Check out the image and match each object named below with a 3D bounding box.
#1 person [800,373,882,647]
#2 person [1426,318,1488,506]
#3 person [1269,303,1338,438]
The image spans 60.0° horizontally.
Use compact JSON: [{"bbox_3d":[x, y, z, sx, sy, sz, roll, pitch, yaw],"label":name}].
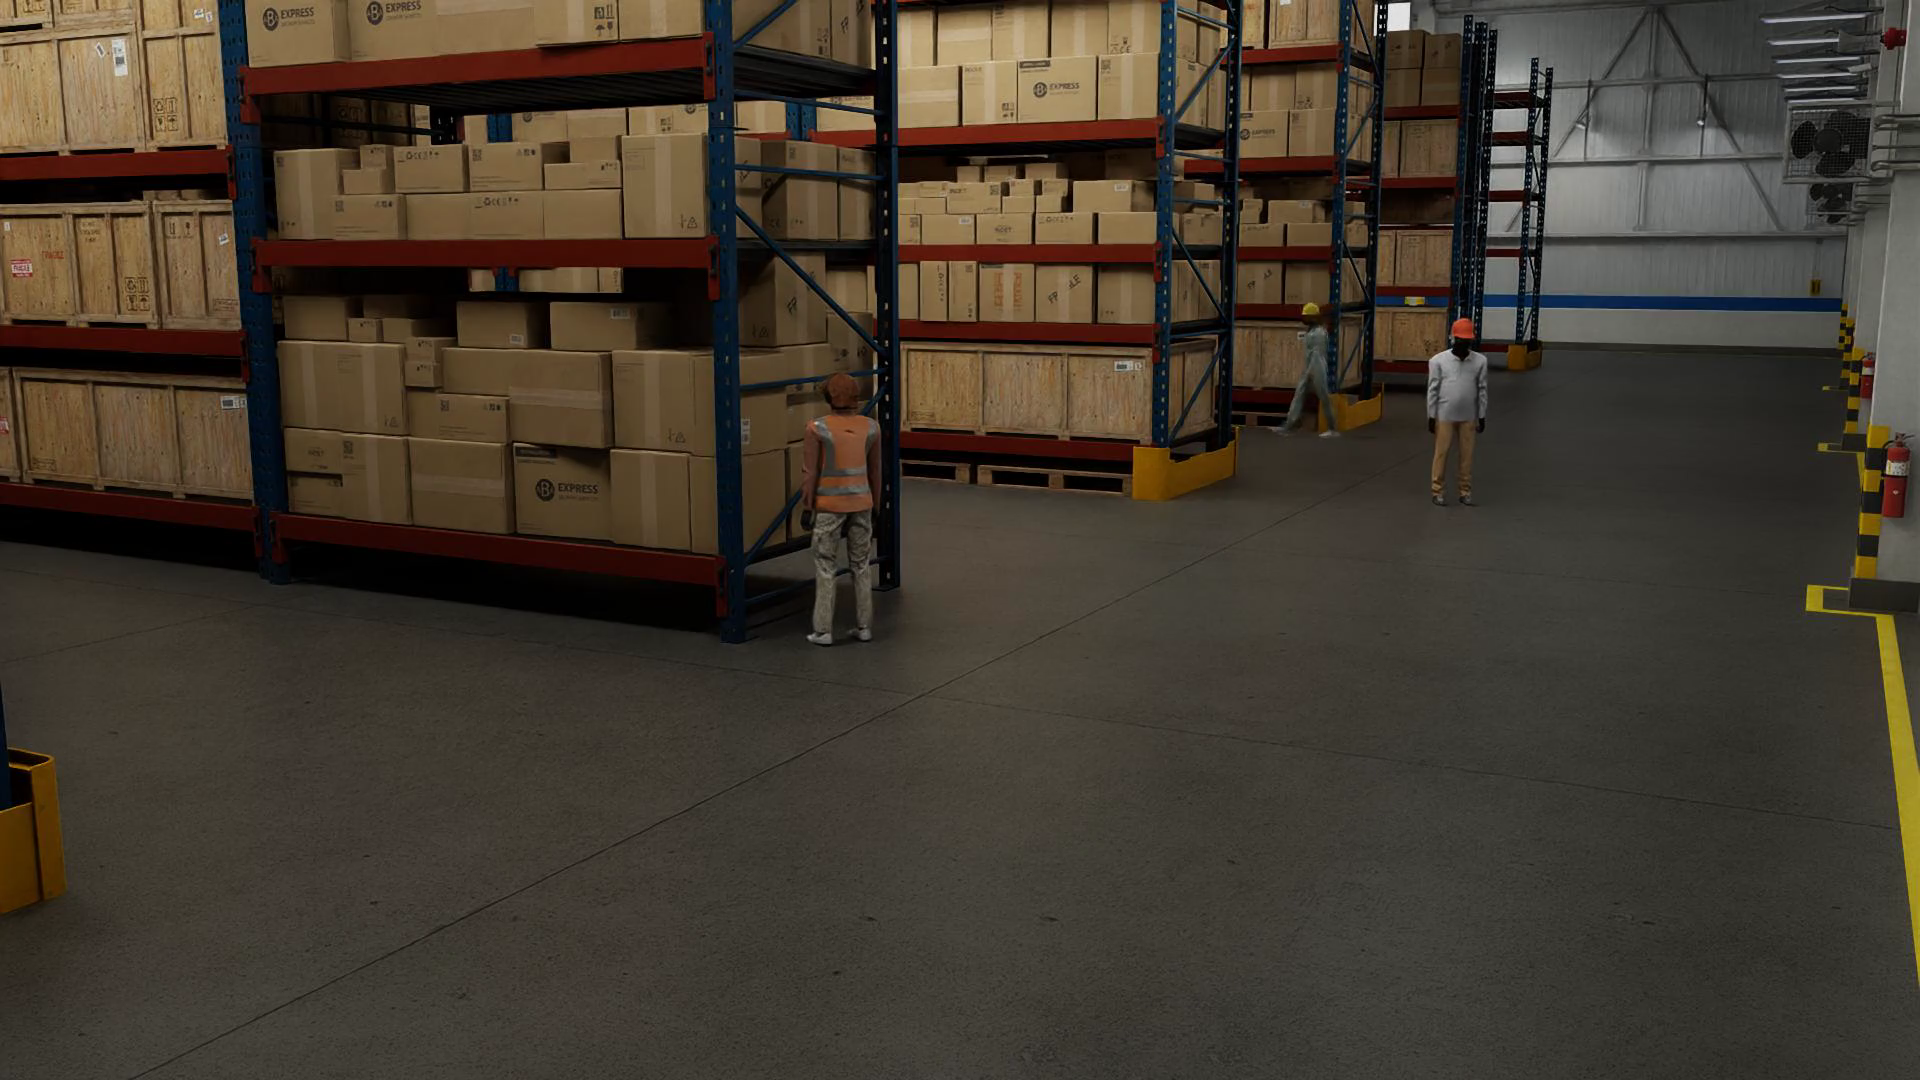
[{"bbox_3d":[-0.696,-0.179,9.905,0.526,1.628,0.313,-5,11,-29],"label":"person"},{"bbox_3d":[4.575,-1.164,15.287,0.567,1.740,0.368,0,10,-2],"label":"person"},{"bbox_3d":[4.390,-2.123,20.946,0.897,1.693,0.507,-2,10,-9],"label":"person"}]
